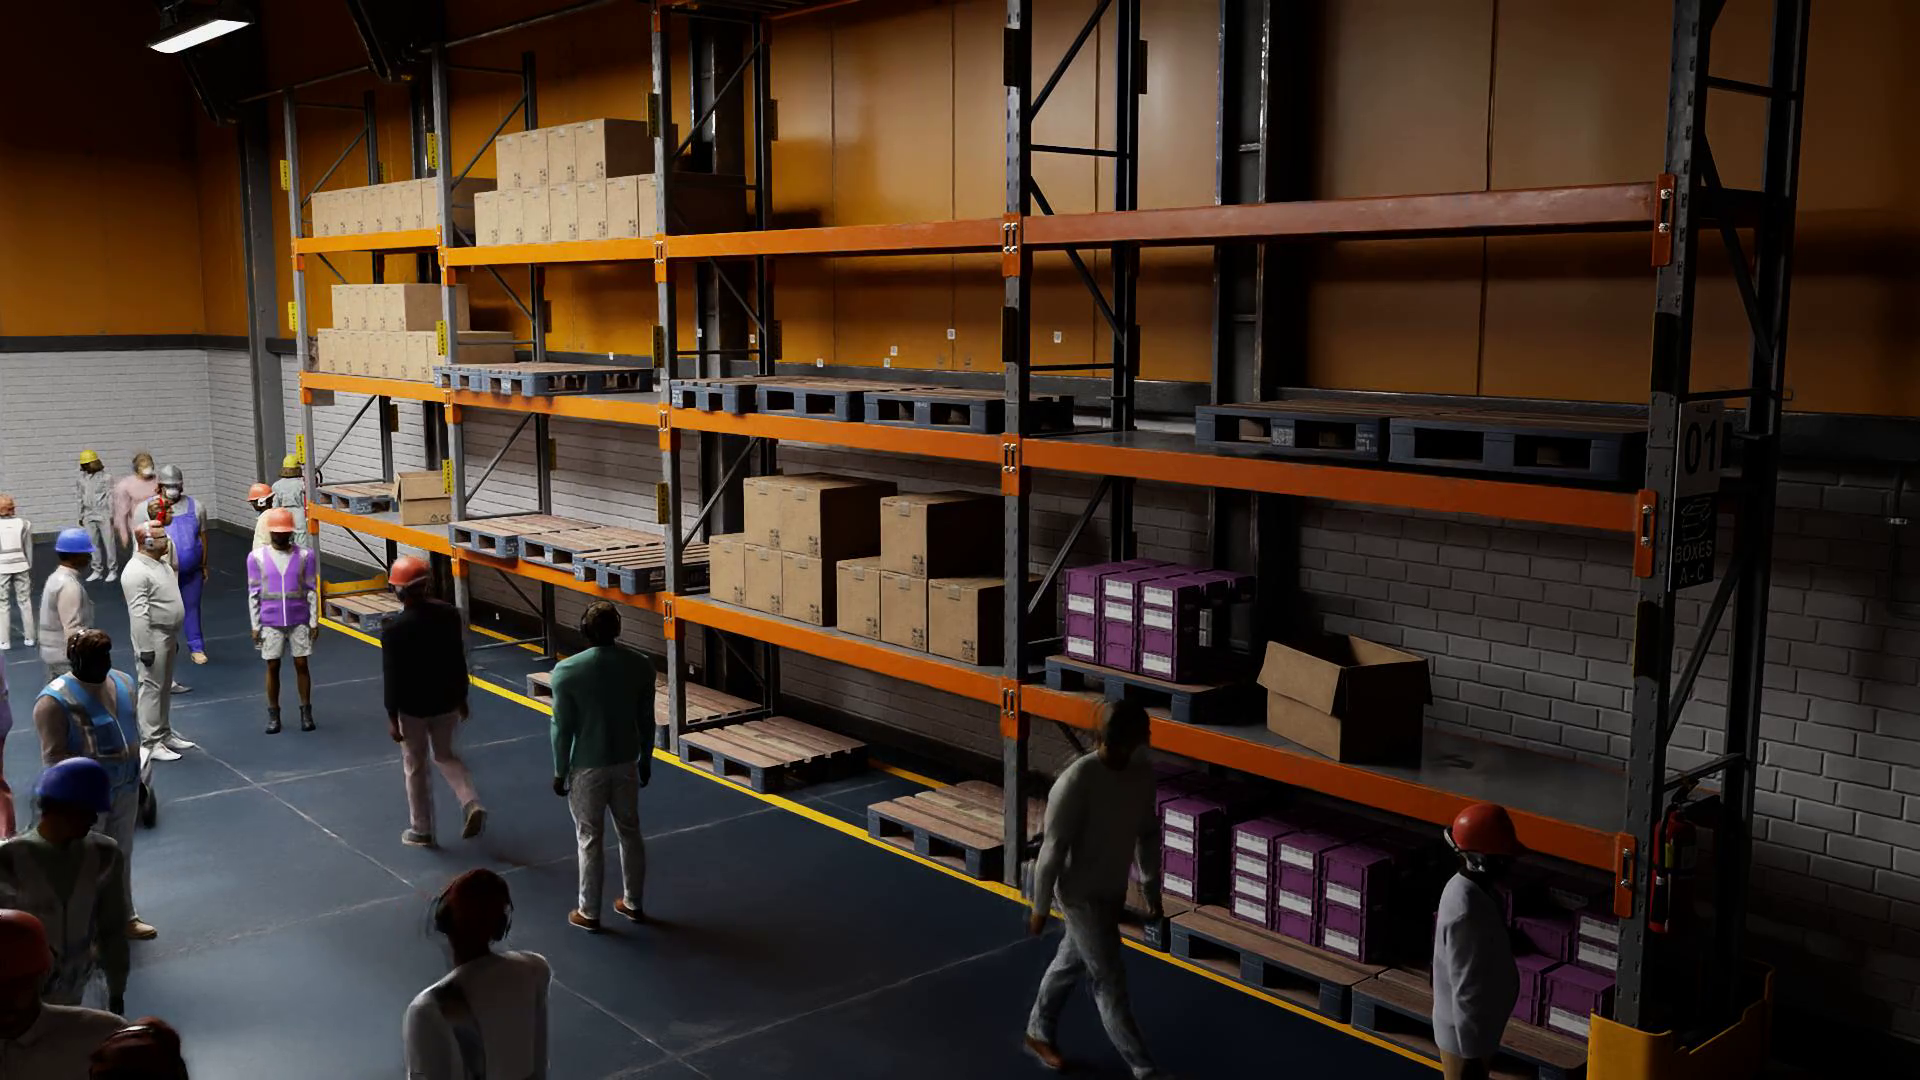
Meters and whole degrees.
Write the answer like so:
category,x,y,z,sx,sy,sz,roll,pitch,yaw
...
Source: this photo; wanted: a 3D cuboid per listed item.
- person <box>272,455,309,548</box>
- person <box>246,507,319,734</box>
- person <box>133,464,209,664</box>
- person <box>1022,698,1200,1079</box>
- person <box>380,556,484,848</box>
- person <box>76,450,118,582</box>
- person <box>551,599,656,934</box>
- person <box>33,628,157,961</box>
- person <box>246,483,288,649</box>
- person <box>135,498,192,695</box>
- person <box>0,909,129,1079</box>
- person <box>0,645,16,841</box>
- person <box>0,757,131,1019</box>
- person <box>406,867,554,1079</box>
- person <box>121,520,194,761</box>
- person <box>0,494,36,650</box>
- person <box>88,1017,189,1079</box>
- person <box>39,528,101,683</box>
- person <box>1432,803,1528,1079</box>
category,x,y,z,sx,sy,sz,roll,pitch,yaw
person,-8.285,-0.193,20.706,0.492,1.746,0.282,0,8,1
person,-5.705,0.676,14.043,0.550,1.928,0.386,-4,9,-24
person,-7.819,0.254,16.581,0.684,2.000,0.538,-6,10,-37
person,0.681,1.631,7.573,1.103,1.864,0.643,7,11,42
person,-3.495,1.086,10.998,0.612,1.978,0.639,7,11,39
person,-11.242,-0.318,21.628,0.495,1.727,0.325,0,8,3
person,-2.060,1.307,9.665,0.627,1.933,0.370,-6,10,-36
person,-4.813,1.398,9.314,0.429,1.842,0.634,3,9,18
person,-7.300,0.269,17.528,0.355,1.737,0.576,-2,8,-13
person,-7.425,0.526,15.402,0.561,1.836,0.392,8,11,44
person,-2.623,1.990,4.712,0.620,1.986,0.408,-4,9,-24
person,-6.185,1.196,10.467,0.396,1.915,0.589,-5,10,-32
person,-3.539,1.789,6.465,0.942,1.876,0.671,4,9,28
person,-1.534,1.984,5.217,0.396,1.856,0.775,4,9,25
person,-6.400,0.793,13.285,0.408,1.913,0.643,-1,8,-9
person,-9.950,0.337,17.402,0.308,1.639,0.515,6,10,36
person,-2.020,2.110,4.266,0.578,1.875,0.370,-1,8,-5
person,-6.751,0.878,12.659,0.481,1.928,0.680,-6,10,-35
person,1.979,1.862,6.393,0.324,1.752,0.560,3,9,18
